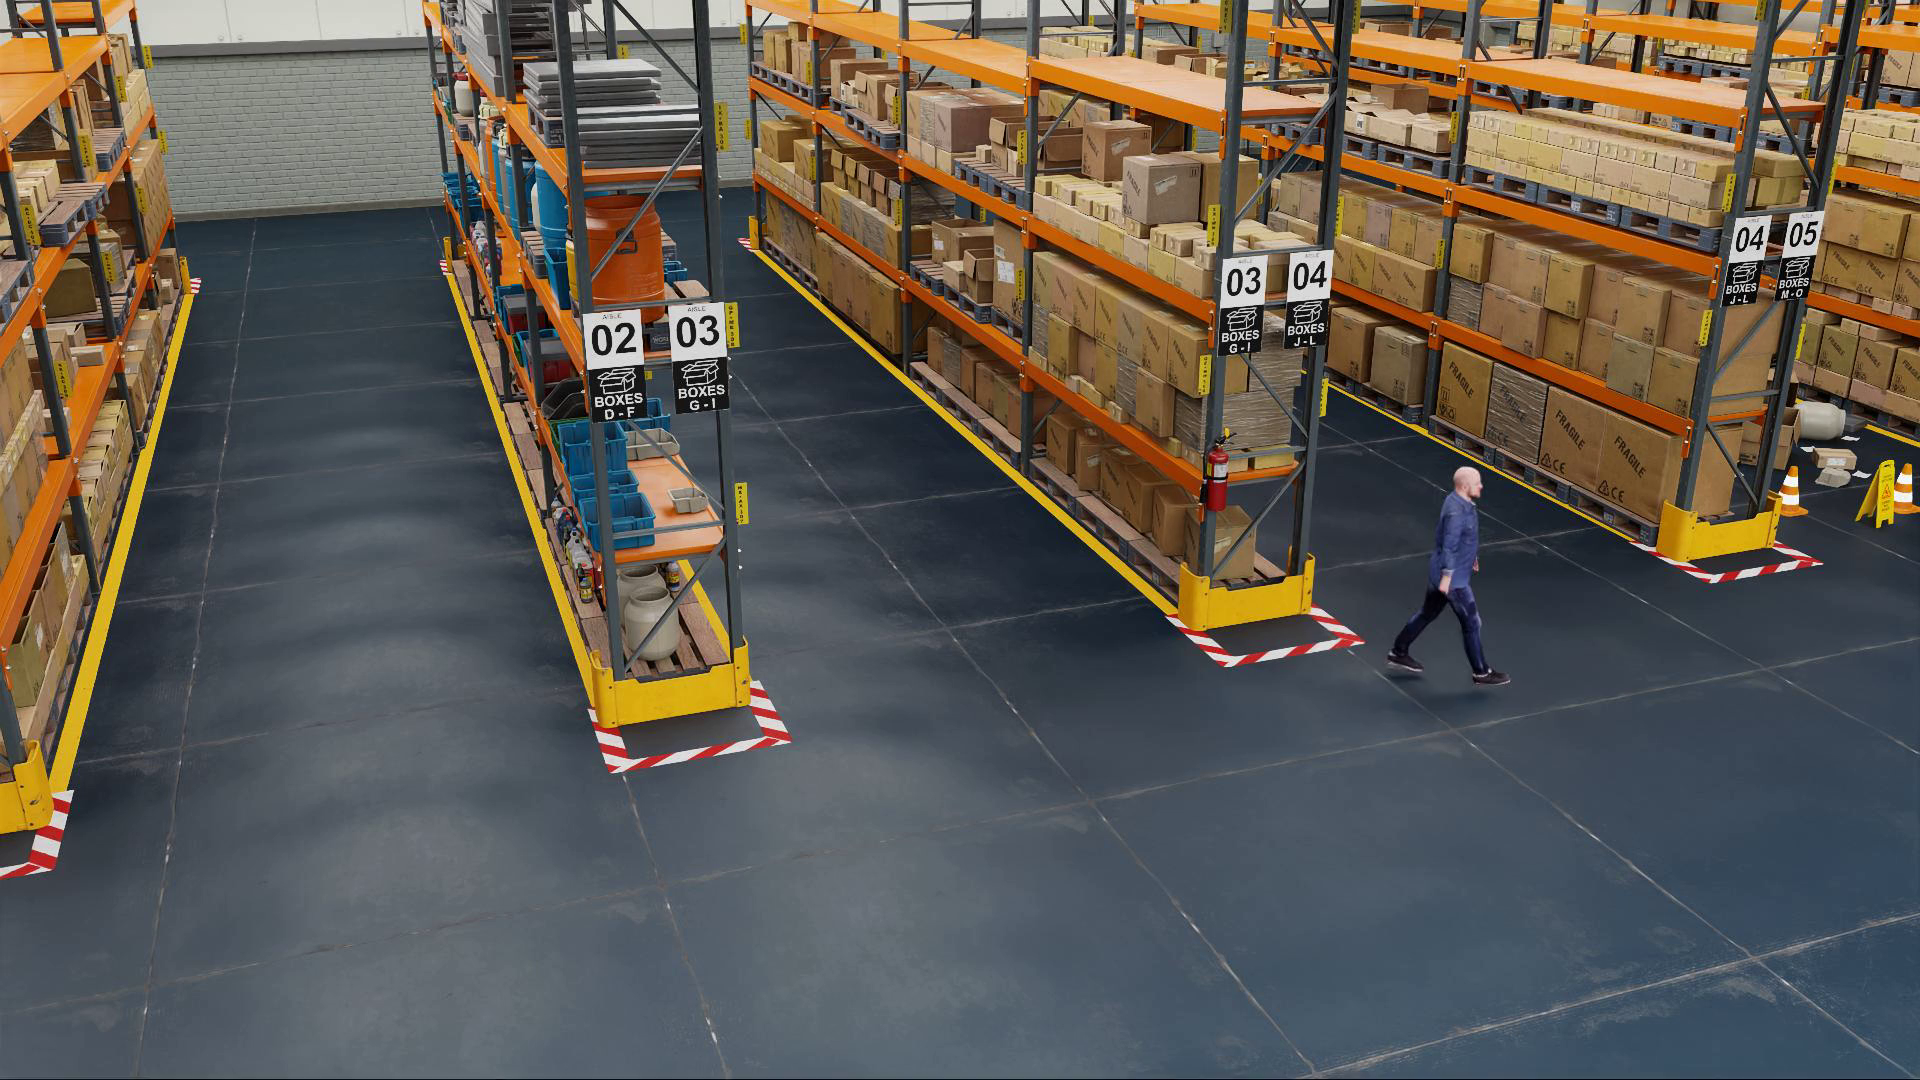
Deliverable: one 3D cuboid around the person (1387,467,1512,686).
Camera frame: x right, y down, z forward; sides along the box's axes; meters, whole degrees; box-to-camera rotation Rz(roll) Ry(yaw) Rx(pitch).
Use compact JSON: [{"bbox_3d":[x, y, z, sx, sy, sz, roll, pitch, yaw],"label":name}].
[{"bbox_3d":[3.758,0.290,12.990,1.150,1.778,1.229,4,23,10],"label":"person"}]
